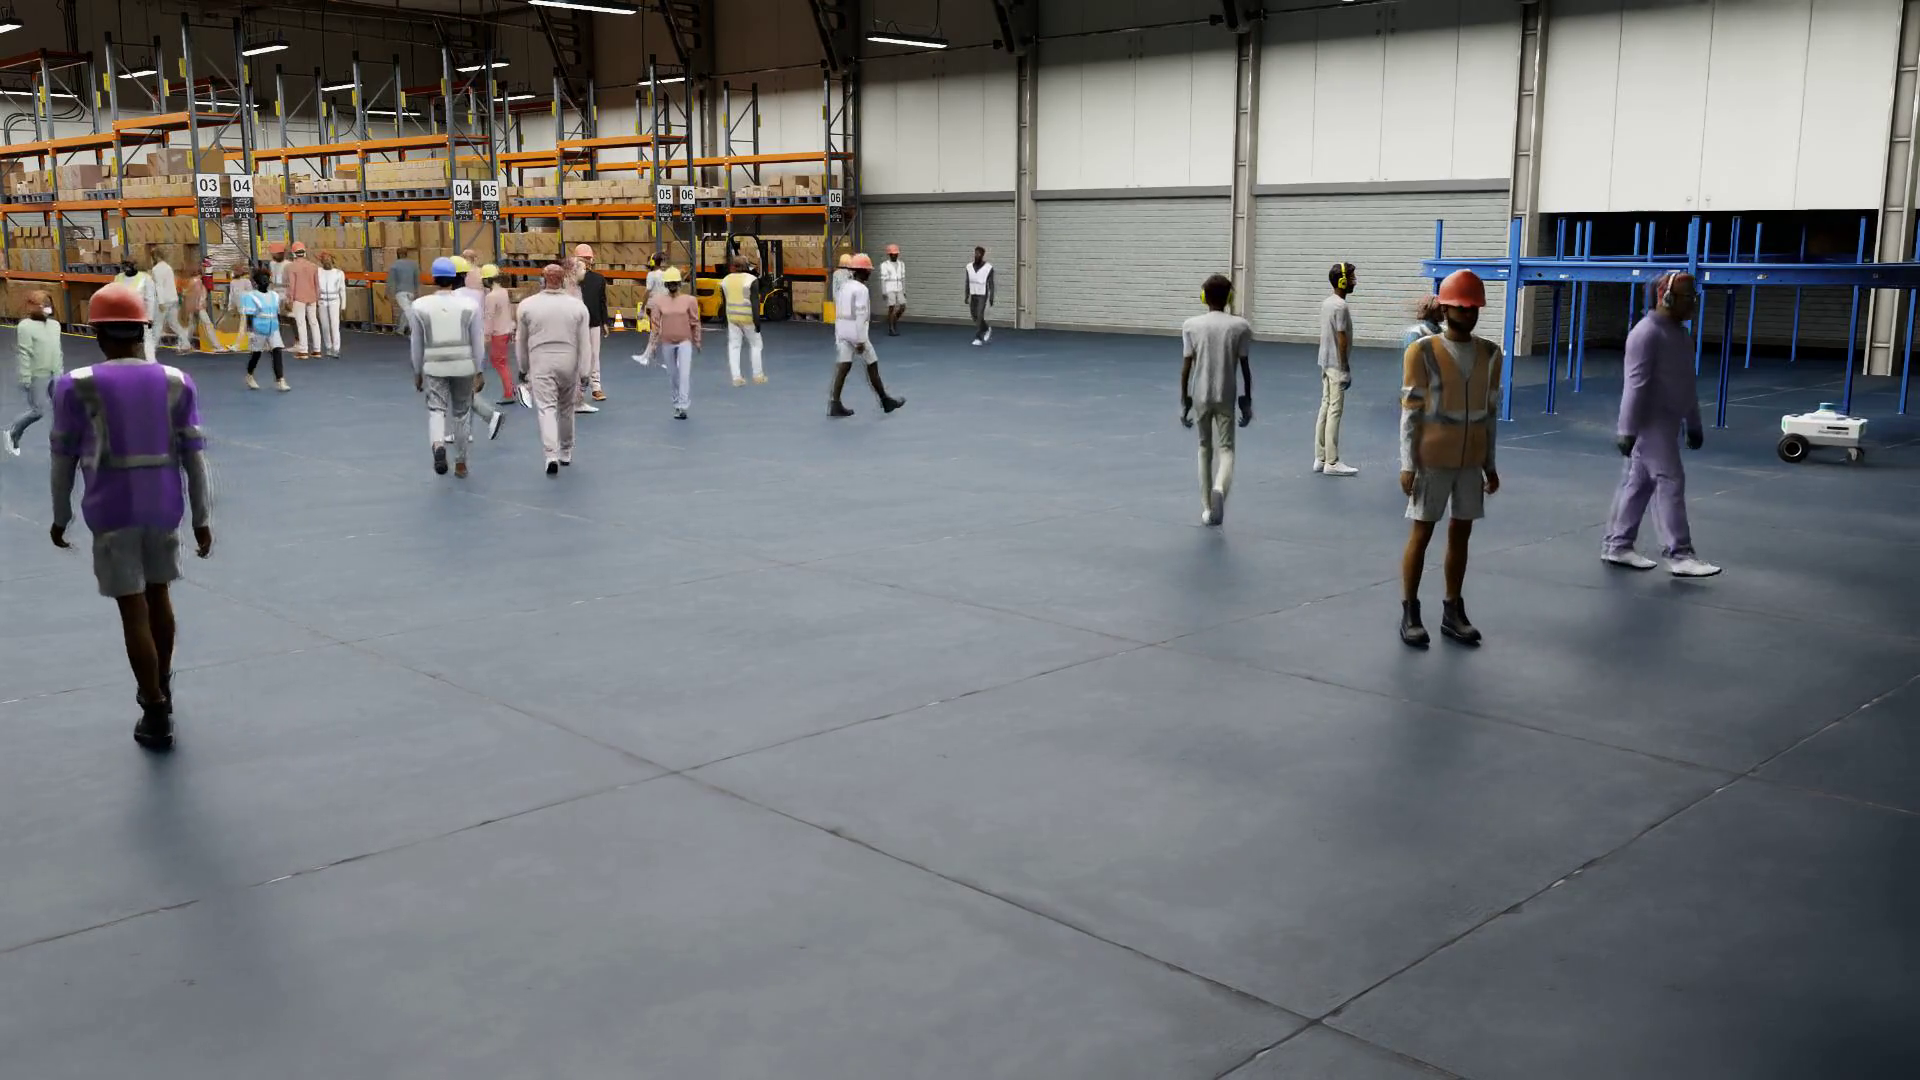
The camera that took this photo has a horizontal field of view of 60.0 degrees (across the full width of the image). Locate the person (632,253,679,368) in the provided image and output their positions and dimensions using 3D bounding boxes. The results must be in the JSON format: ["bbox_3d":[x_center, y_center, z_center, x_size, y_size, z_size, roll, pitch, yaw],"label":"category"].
[{"bbox_3d":[-4.921,-3.675,26.680,0.961,1.811,0.546,4,11,21],"label":"person"}]

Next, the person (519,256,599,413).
[{"bbox_3d":[-4.803,-2.440,19.817,0.830,1.870,0.666,0,10,-2],"label":"person"}]

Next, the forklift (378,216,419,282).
[{"bbox_3d":[-17.868,-9.201,54.028,1.873,2.768,1.129,-10,14,-44],"label":"forklift"}]

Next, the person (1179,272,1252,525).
[{"bbox_3d":[1.852,-1.010,12.055,0.529,1.851,0.711,2,11,10],"label":"person"}]

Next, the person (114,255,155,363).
[{"bbox_3d":[-12.108,-3.240,24.311,0.654,1.806,0.867,1,10,4],"label":"person"}]

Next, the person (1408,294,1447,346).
[{"bbox_3d":[3.940,-1.238,13.926,0.394,1.625,0.522,10,14,44],"label":"person"}]

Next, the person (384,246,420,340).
[{"bbox_3d":[-11.293,-5.011,33.808,1.047,1.892,0.647,7,13,35],"label":"person"}]

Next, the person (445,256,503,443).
[{"bbox_3d":[-4.983,-1.920,16.870,0.704,1.908,0.591,3,11,16],"label":"person"}]

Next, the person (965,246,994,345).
[{"bbox_3d":[0.419,-4.787,32.505,0.582,1.903,0.746,7,12,32],"label":"person"}]

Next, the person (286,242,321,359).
[{"bbox_3d":[-11.336,-4.134,28.700,0.392,1.990,0.614,7,13,34],"label":"person"}]

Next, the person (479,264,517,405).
[{"bbox_3d":[-5.778,-2.561,20.779,0.428,1.739,0.541,1,10,7],"label":"person"}]

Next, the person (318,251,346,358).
[{"bbox_3d":[-11.048,-4.125,29.099,0.587,1.842,0.984,-3,11,-16],"label":"person"}]

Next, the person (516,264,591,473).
[{"bbox_3d":[-3.671,-1.561,15.053,0.641,1.862,1.015,-4,11,-19],"label":"person"}]

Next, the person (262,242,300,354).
[{"bbox_3d":[-12.156,-4.300,29.631,0.673,1.979,0.979,5,12,27],"label":"person"}]

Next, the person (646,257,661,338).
[{"bbox_3d":[-6.347,-5.015,34.357,0.376,1.684,0.539,-3,11,-17],"label":"person"}]

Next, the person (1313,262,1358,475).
[{"bbox_3d":[3.367,-1.533,14.849,0.331,1.874,0.519,-1,10,-6],"label":"person"}]

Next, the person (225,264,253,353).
[{"bbox_3d":[-12.907,-4.137,29.806,0.527,1.580,0.869,6,12,28],"label":"person"}]

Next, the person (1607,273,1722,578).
[{"bbox_3d":[4.465,-0.705,10.337,0.893,1.870,0.675,9,14,41],"label":"person"}]

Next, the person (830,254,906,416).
[{"bbox_3d":[-1.129,-2.405,19.548,0.972,1.884,0.572,-6,12,-29],"label":"person"}]

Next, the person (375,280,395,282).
[{"bbox_3d":[-13.790,-6.140,40.074,0.601,1.830,0.404,-10,14,-43],"label":"person"}]

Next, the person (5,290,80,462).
[{"bbox_3d":[-8.623,-1.533,15.568,0.664,1.615,0.506,3,11,14],"label":"person"}]

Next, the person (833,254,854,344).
[{"bbox_3d":[-2.239,-4.690,32.413,0.492,1.742,0.320,6,12,28],"label":"person"}]

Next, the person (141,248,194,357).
[{"bbox_3d":[-13.938,-4.158,29.154,0.879,1.882,0.709,-1,10,-4],"label":"person"}]

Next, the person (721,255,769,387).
[{"bbox_3d":[-3.003,-3.099,23.519,0.654,1.819,0.756,5,11,25],"label":"person"}]

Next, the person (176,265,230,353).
[{"bbox_3d":[-13.695,-4.143,29.855,0.866,1.588,0.533,-7,12,-33],"label":"person"}]

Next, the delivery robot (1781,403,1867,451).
[{"bbox_3d":[8.131,-1.046,15.646,0.707,0.478,0.477,6,12,30],"label":"delivery robot"}]

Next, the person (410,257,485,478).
[{"bbox_3d":[-4.438,-1.484,14.439,0.618,1.929,0.657,-3,11,-15],"label":"person"}]

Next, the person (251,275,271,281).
[{"bbox_3d":[-18.999,-7.055,44.998,0.590,1.863,0.679,-10,14,-44],"label":"person"}]

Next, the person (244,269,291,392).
[{"bbox_3d":[-9.532,-2.869,22.705,0.825,1.664,0.536,7,13,35],"label":"person"}]

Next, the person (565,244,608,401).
[{"bbox_3d":[-4.813,-2.789,21.353,0.608,1.997,0.374,-6,12,-30],"label":"person"}]

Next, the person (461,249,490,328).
[{"bbox_3d":[-7.666,-3.597,26.050,0.664,1.888,0.464,-7,13,-35],"label":"person"}]

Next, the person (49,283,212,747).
[{"bbox_3d":[-3.545,-0.124,7.065,0.554,1.901,0.861,-10,14,-43],"label":"person"}]

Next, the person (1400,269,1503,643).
[{"bbox_3d":[2.548,-0.422,8.612,0.551,1.935,0.372,-2,11,-12],"label":"person"}]

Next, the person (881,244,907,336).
[{"bbox_3d":[-1.380,-5.271,35.097,0.574,1.920,0.404,-7,12,-33],"label":"person"}]

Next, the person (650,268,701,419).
[{"bbox_3d":[-3.266,-2.233,19.018,0.552,1.726,0.861,0,10,0],"label":"person"}]

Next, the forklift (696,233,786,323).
[{"bbox_3d":[-5.496,-6.489,41.108,2.313,2.155,1.214,-10,14,-44],"label":"forklift"}]
